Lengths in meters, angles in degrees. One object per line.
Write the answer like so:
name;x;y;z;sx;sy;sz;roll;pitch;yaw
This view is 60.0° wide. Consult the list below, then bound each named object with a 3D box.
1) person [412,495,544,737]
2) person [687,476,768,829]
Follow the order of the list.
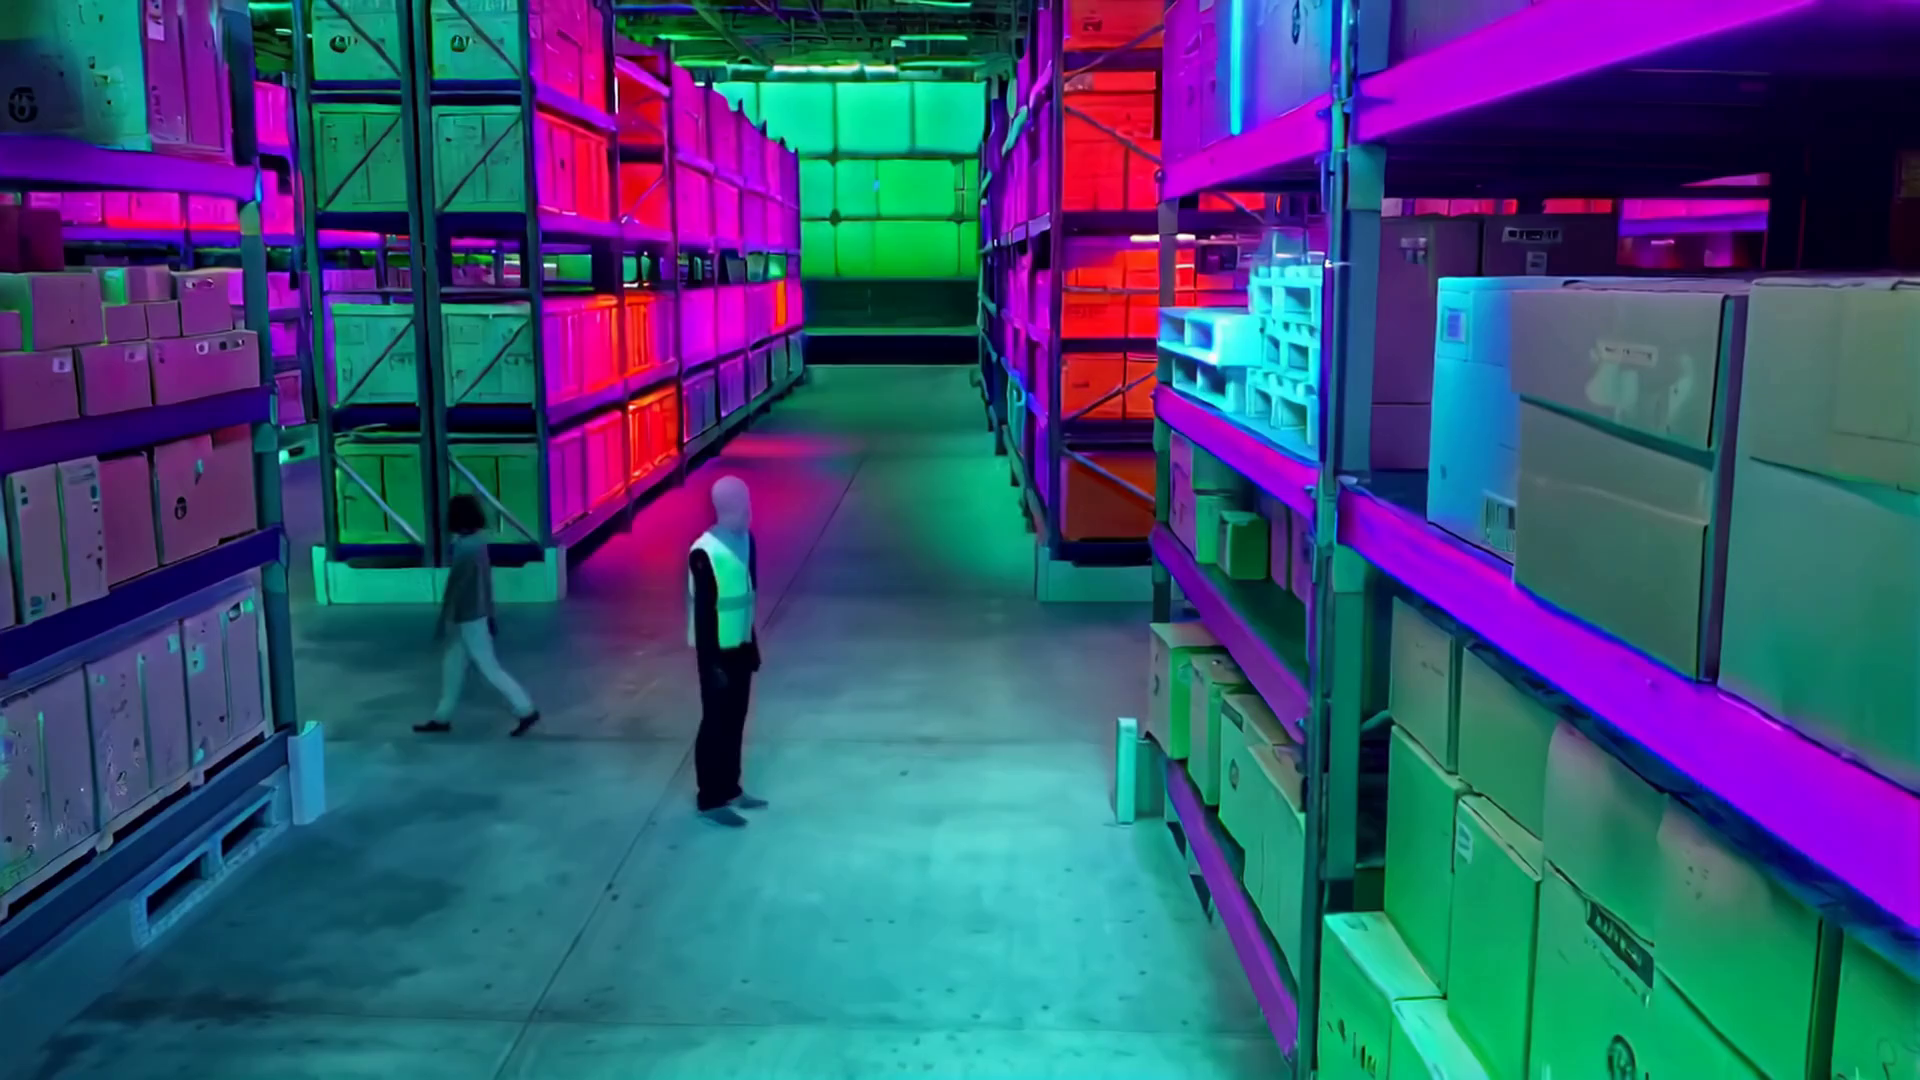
person;-3.123;0.498;10.738;0.855;1.595;0.500;-1;9;-4
person;-1.293;0.598;9.133;0.372;1.916;0.596;3;10;19
